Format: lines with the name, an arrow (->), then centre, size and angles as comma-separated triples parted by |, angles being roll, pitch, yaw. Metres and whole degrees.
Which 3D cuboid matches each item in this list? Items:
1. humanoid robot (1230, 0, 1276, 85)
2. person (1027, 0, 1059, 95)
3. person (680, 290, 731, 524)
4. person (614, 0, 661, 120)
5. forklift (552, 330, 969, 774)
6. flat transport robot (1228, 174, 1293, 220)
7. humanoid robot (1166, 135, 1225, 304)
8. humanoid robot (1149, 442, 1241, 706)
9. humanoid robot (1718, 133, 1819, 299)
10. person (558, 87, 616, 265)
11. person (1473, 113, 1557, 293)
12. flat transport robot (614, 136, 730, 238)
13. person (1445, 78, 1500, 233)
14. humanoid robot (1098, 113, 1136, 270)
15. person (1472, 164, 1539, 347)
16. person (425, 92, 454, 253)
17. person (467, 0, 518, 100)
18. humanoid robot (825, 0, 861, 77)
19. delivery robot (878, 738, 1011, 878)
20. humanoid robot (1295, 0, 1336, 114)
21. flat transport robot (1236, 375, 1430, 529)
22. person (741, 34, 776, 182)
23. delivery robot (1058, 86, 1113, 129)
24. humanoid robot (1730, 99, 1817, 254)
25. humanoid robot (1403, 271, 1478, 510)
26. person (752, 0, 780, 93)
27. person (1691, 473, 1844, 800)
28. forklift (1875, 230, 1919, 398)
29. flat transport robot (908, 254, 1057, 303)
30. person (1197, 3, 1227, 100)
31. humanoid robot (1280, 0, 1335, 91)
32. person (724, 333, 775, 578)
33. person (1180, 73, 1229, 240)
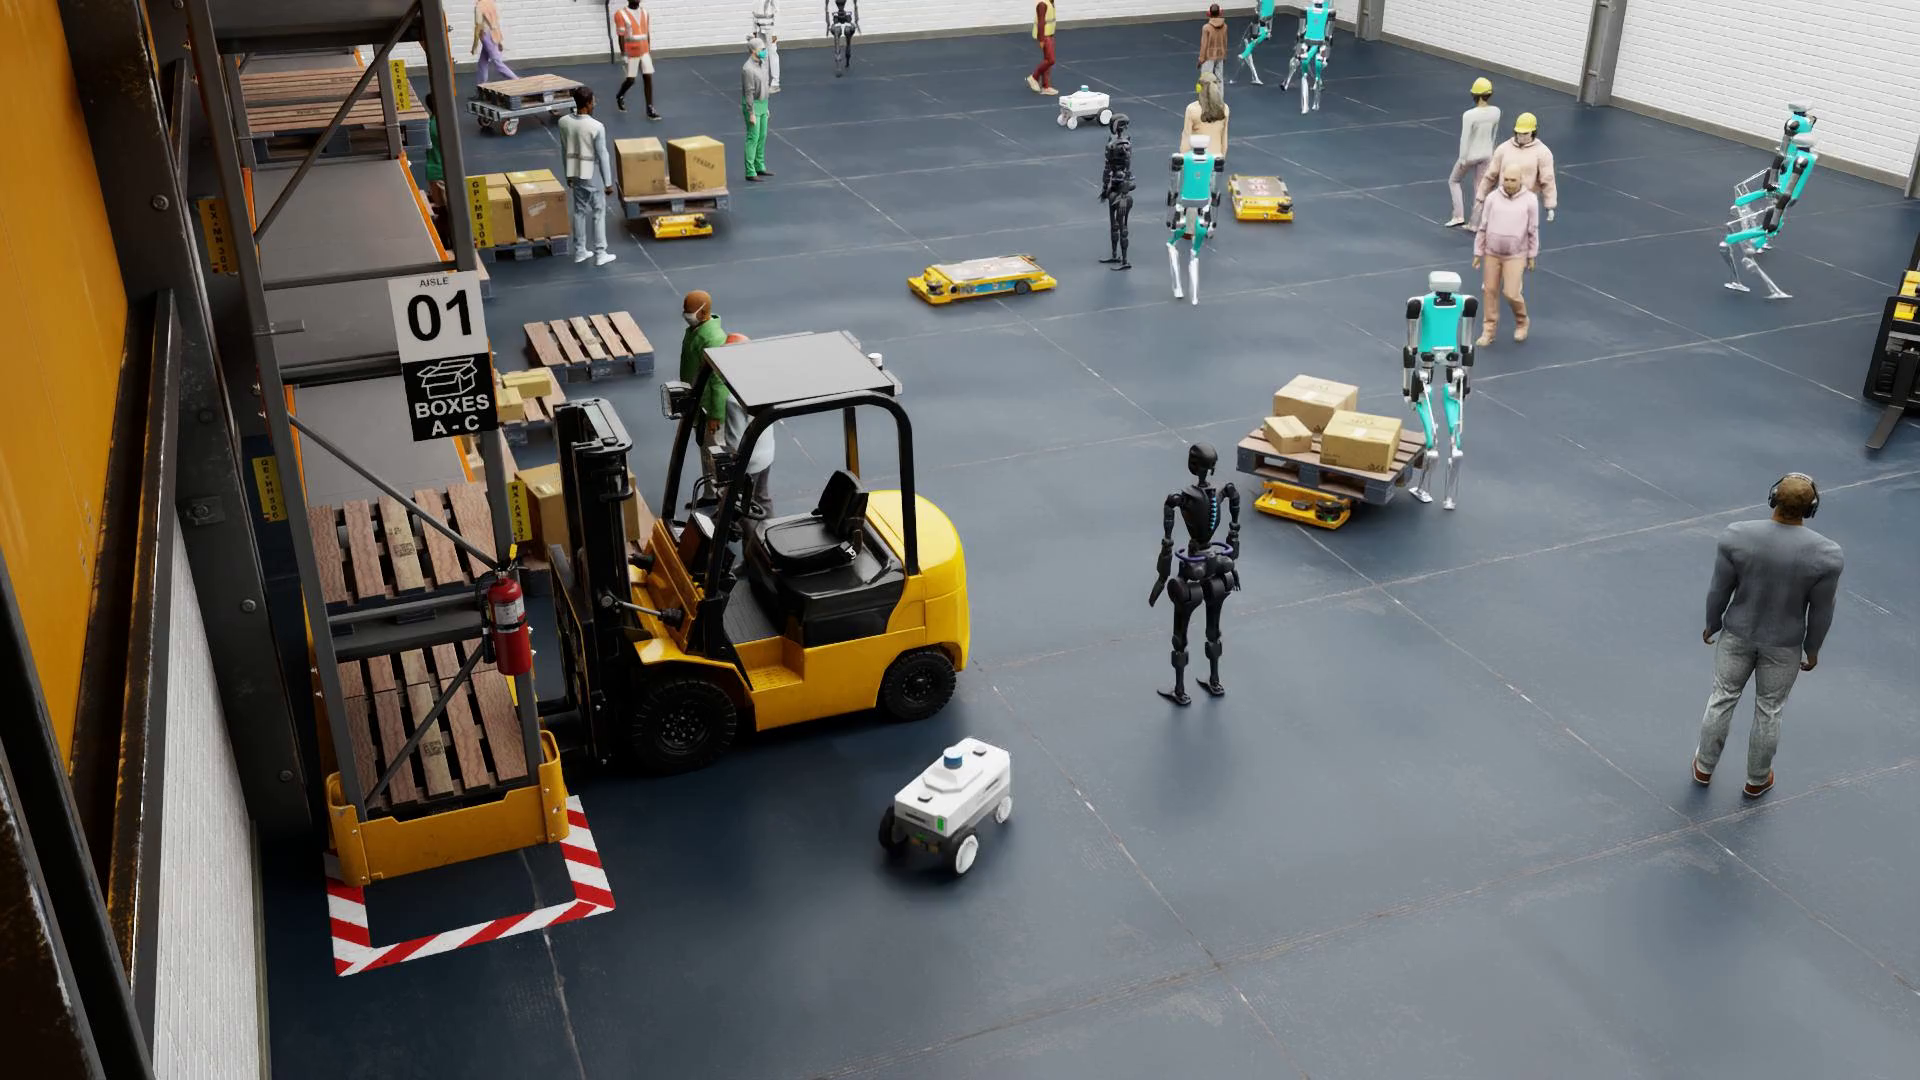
humanoid robot -> 4.627, -8.083, 26.536 | 0.560, 1.883, 0.812 | -23, 35, -38
person -> 1.356, -7.816, 25.874 | 0.428, 1.758, 0.492 | 10, 28, 20
person -> -1.865, -0.993, 12.278 | 0.383, 1.782, 0.535 | -14, 30, -25
person -> -4.778, -7.165, 24.373 | 0.611, 1.947, 0.789 | -23, 35, -38
forklift -> -1.094, 0.010, 9.831 | 2.313, 2.155, 1.214 | -10, 28, -20
flat transport robot -> 3.659, -4.190, 20.322 | 0.659, 0.231, 1.431 | 2, 27, 3
humanoid robot -> 2.325, -3.258, 16.862 | 0.544, 1.800, 0.748 | -1, 27, -1
humanoid robot -> 1.438, 0.198, 10.025 | 0.614, 1.651, 0.323 | -13, 29, -24
humanoid robot -> 8.117, -3.270, 16.820 | 0.935, 1.718, 0.548 | 17, 31, 30
person -> -4.034, -3.921, 17.968 | 0.602, 1.903, 0.396 | 13, 29, 23
person -> 5.733, -3.477, 17.139 | 0.810, 1.858, 0.438 | 15, 30, 27
flat transport robot -> -3.379, -3.870, 19.685 | 0.659, 0.231, 1.431 | -7, 28, -14
person -> 5.911, -4.417, 19.127 | 0.527, 1.753, 0.471 | -9, 28, -17
humanoid robot -> 1.696, -3.744, 17.851 | 0.315, 1.657, 0.599 | -8, 28, -16
person -> 5.156, -2.697, 15.693 | 0.541, 1.766, 0.467 | 18, 32, 31
person -> -5.608, -3.926, 18.046 | 0.406, 1.843, 0.497 | -23, 35, -38
person -> -7.152, -7.628, 25.461 | 0.964, 1.797, 0.578 | 0, 27, -1
humanoid robot -> -1.927, -8.509, 27.416 | 0.586, 1.633, 0.793 | 0, 27, -1
delivery robot -> -0.043, 1.392, 8.902 | 0.499, 0.595, 0.797 | 17, 31, 30
humanoid robot -> 5.277, -7.180, 24.747 | 0.554, 1.877, 0.812 | 8, 28, 16
flat transport robot -> 2.892, -0.482, 12.946 | 0.659, 0.231, 1.431 | 16, 31, 29
person -> -2.592, -5.514, 21.219 | 0.345, 1.835, 0.511 | 8, 28, 15
delivery robot -> 1.835, -6.298, 24.217 | 0.791, 0.614, 0.499 | -14, 30, -26
humanoid robot -> 8.798, -4.003, 18.166 | 0.533, 1.677, 0.735 | -21, 34, -36
humanoid robot -> 3.614, -1.051, 12.479 | 0.544, 1.810, 0.791 | 0, 27, -1
person -> -3.055, -7.983, 26.072 | 0.576, 1.882, 0.354 | 24, 35, 38
person -> 4.378, 0.525, 9.087 | 0.627, 1.940, 0.371 | 16, 31, 29
forklift -> 9.029, -2.397, 14.618 | 1.214, 2.155, 2.313 | 18, 32, 32
flat transport robot -> 0.234, -2.737, 17.431 | 1.431, 0.231, 0.659 | -11, 29, -20
person -> 3.714, -7.028, 24.426 | 0.470, 1.648, 0.309 | -13, 29, -23
humanoid robot -> 5.413, -7.897, 26.139 | 0.871, 1.843, 0.563 | -10, 28, -19
person -> -1.474, -0.590, 11.522 | 0.350, 1.737, 0.575 | 9, 28, 18
person -> 2.761, -4.325, 18.821 | 0.564, 1.867, 0.413 | -8, 28, -16
